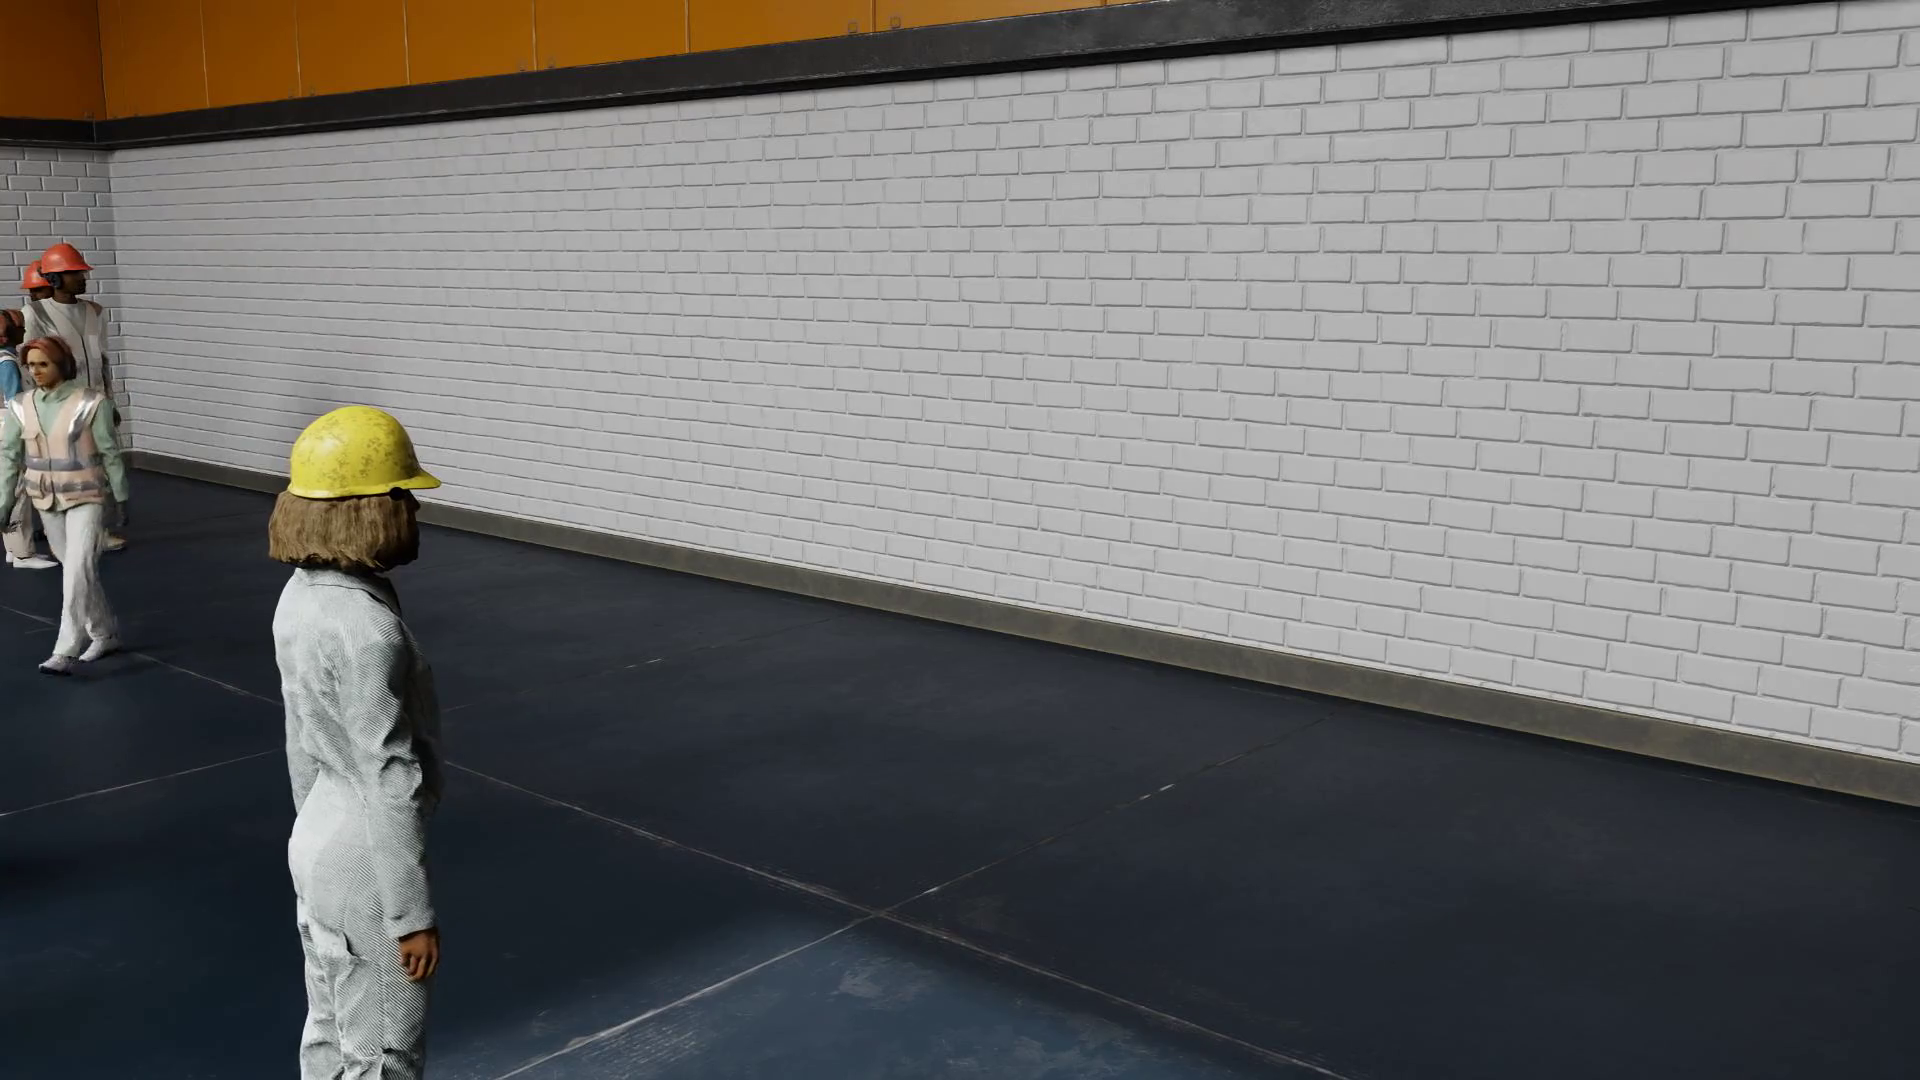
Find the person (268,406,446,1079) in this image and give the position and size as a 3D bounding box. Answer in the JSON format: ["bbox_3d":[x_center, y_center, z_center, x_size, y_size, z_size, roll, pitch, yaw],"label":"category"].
[{"bbox_3d":[-1.077,0.622,3.084,0.295,1.743,0.493,-8,12,-37],"label":"person"}]

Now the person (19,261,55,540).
[{"bbox_3d":[-6.210,-0.944,11.452,0.551,1.934,0.373,3,10,16],"label":"person"}]

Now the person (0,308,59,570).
[{"bbox_3d":[-5.969,-0.633,10.515,0.307,1.645,0.517,-7,12,-36],"label":"person"}]

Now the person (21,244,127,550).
[{"bbox_3d":[-5.833,-0.916,10.972,0.359,2.047,0.614,5,11,25],"label":"person"}]

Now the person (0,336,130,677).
[{"bbox_3d":[-4.285,-0.152,7.868,0.545,1.594,0.823,1,10,5],"label":"person"}]
